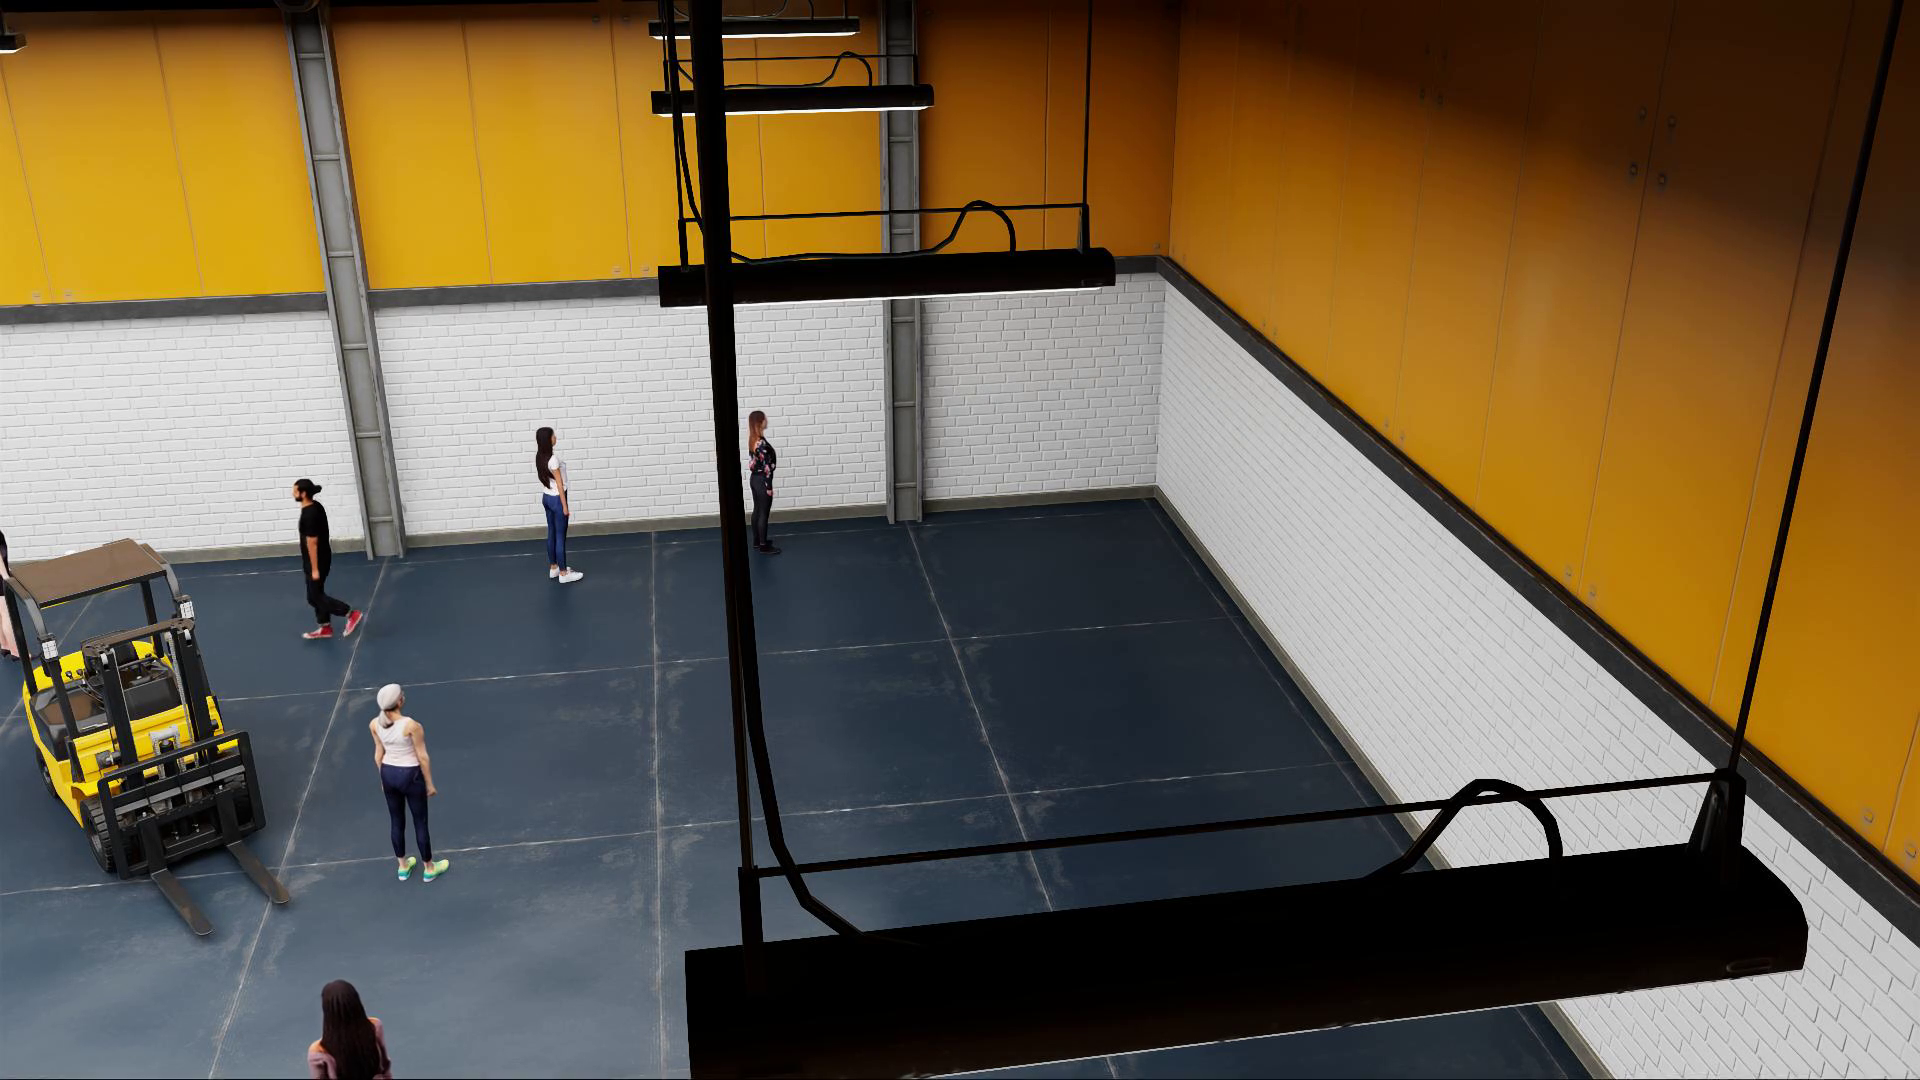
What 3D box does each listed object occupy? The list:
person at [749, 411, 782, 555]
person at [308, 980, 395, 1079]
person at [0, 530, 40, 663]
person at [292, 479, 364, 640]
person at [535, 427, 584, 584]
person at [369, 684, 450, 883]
[{"bbox_3d":[-2.258,-0.668,18.891,0.585,1.684,0.630,-11,26,-23],"label":"person"},{"bbox_3d":[-3.461,3.315,9.623,0.646,1.811,0.758,-20,31,-38],"label":"person"},{"bbox_3d":[-9.500,0.343,16.397,0.648,1.830,0.681,20,31,38],"label":"person"},{"bbox_3d":[-6.423,0.209,16.809,0.879,1.746,0.707,-8,25,-17],"label":"person"},{"bbox_3d":[-4.428,-0.395,18.154,0.670,1.775,0.666,-17,29,-34],"label":"person"},{"bbox_3d":[-4.352,1.897,13.003,0.597,1.702,0.731,5,24,11],"label":"person"}]
